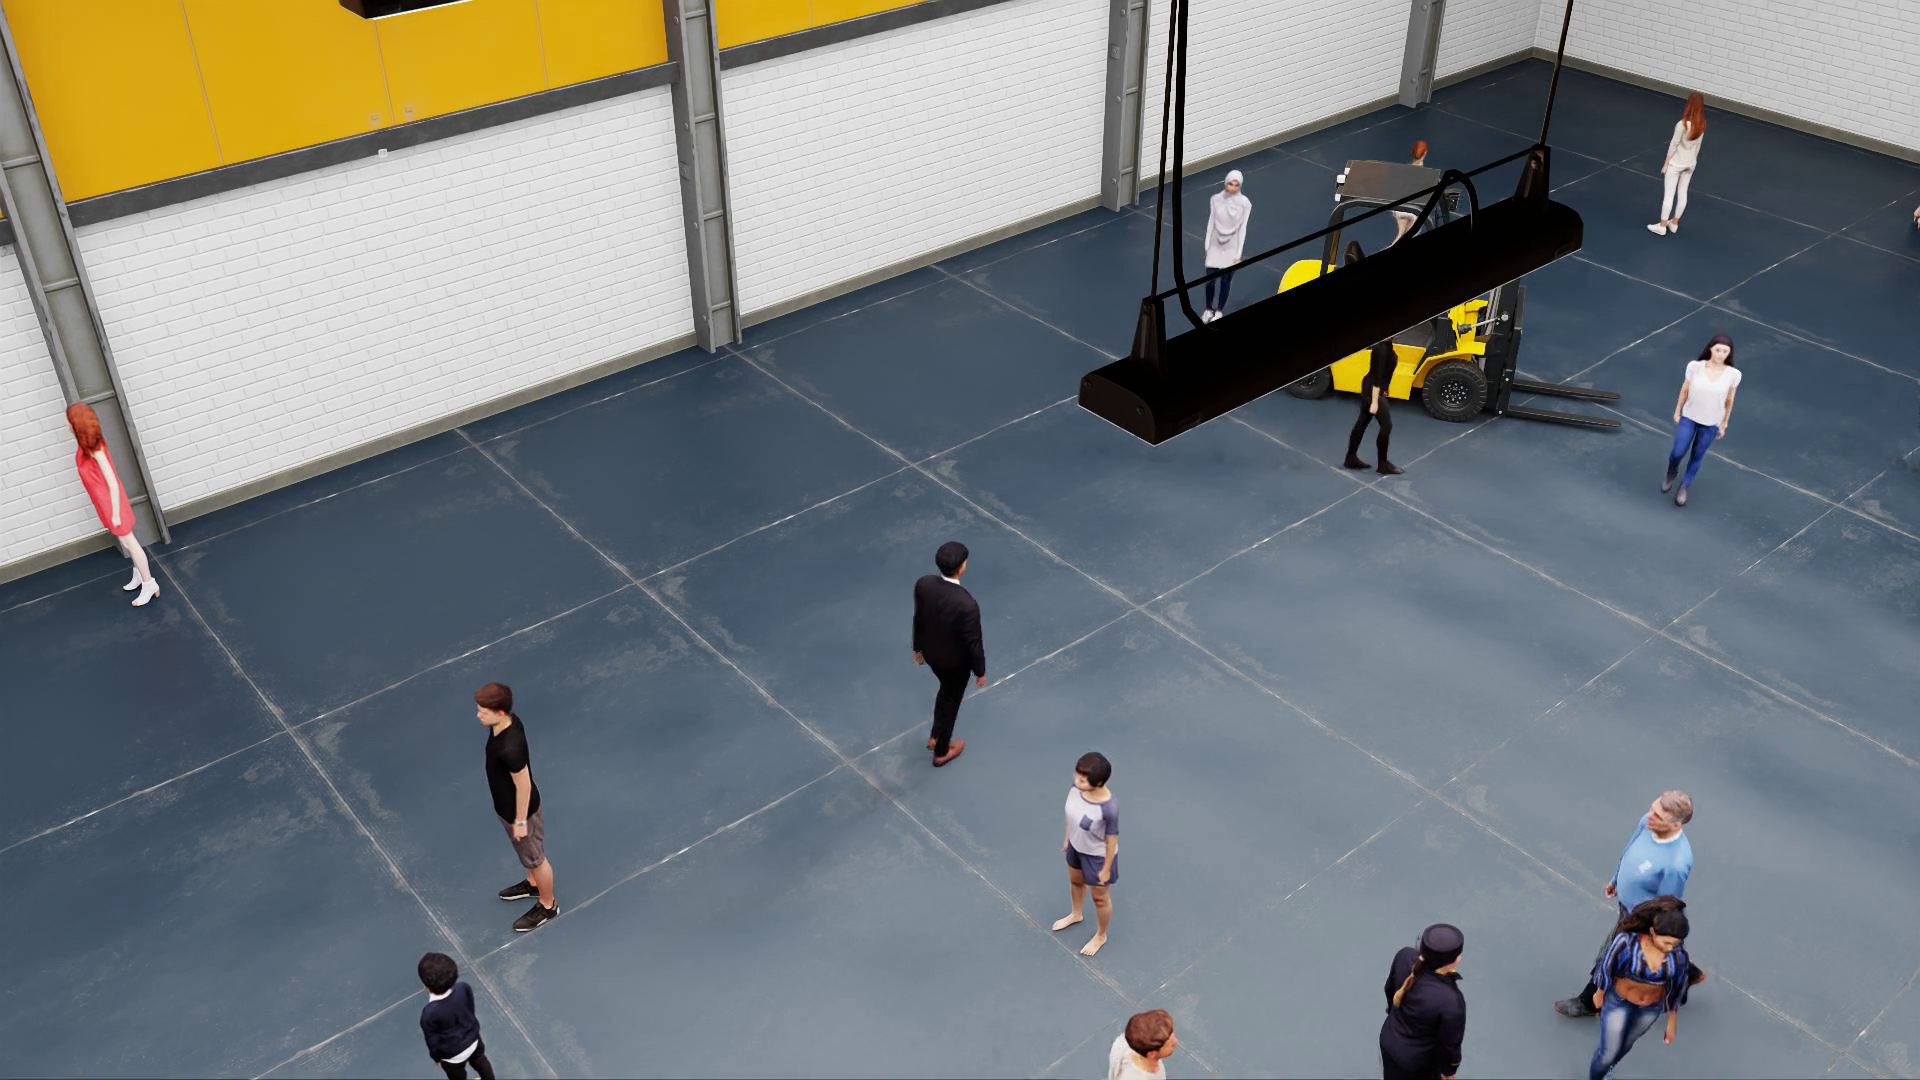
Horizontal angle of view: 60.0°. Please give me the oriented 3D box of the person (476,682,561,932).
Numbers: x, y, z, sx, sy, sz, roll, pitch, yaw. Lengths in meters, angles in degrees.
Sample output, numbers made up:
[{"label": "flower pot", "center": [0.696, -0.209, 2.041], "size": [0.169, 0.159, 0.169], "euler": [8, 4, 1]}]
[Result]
[{"label": "person", "center": [-2.789, 1.644, 10.481], "size": [0.656, 1.862, 0.734], "euler": [-16, 37, -22]}]

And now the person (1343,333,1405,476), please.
[{"label": "person", "center": [3.712, -1.352, 15.196], "size": [0.900, 1.629, 0.847], "euler": [4, 34, 7]}]

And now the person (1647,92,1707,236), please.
[{"label": "person", "center": [8.612, -4.483, 19.834], "size": [0.588, 1.711, 0.711], "euler": [-12, 35, -17]}]

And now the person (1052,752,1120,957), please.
[{"label": "person", "center": [0.816, 1.909, 10.348], "size": [0.536, 1.567, 0.571], "euler": [-22, 39, -29]}]

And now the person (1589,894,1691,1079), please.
[{"label": "person", "center": [3.776, 2.541, 9.355], "size": [0.770, 1.613, 0.828], "euler": [4, 34, 5]}]

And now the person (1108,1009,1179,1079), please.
[{"label": "person", "center": [0.809, 3.021, 8.388], "size": [0.879, 1.884, 0.835], "euler": [-3, 34, -4]}]

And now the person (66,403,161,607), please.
[{"label": "person", "center": [-6.850, -0.300, 13.437], "size": [0.525, 1.826, 0.615], "euler": [-22, 39, -29]}]

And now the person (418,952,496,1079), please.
[{"label": "person", "center": [-2.817, 2.788, 9.337], "size": [0.602, 1.221, 0.469], "euler": [20, 39, 27]}]

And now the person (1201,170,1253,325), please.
[{"label": "person", "center": [2.864, -3.120, 17.740], "size": [0.739, 1.759, 0.768], "euler": [16, 37, 23]}]

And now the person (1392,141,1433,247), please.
[{"label": "person", "center": [5.014, -3.645, 18.643], "size": [0.590, 1.634, 0.569], "euler": [28, 43, 35]}]

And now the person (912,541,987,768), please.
[{"label": "person", "center": [-0.152, 0.849, 11.668], "size": [0.763, 1.871, 0.659], "euler": [26, 41, 33]}]

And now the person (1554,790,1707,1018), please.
[{"label": "person", "center": [4.101, 2.144, 9.790], "size": [1.184, 1.793, 1.108], "euler": [1, 34, 2]}]

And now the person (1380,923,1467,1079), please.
[{"label": "person", "center": [2.468, 2.730, 9.019], "size": [0.718, 1.671, 0.765], "euler": [-15, 36, -21]}]

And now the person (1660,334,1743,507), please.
[{"label": "person", "center": [6.573, -1.091, 14.760], "size": [0.717, 1.677, 0.761], "euler": [12, 36, 18]}]
